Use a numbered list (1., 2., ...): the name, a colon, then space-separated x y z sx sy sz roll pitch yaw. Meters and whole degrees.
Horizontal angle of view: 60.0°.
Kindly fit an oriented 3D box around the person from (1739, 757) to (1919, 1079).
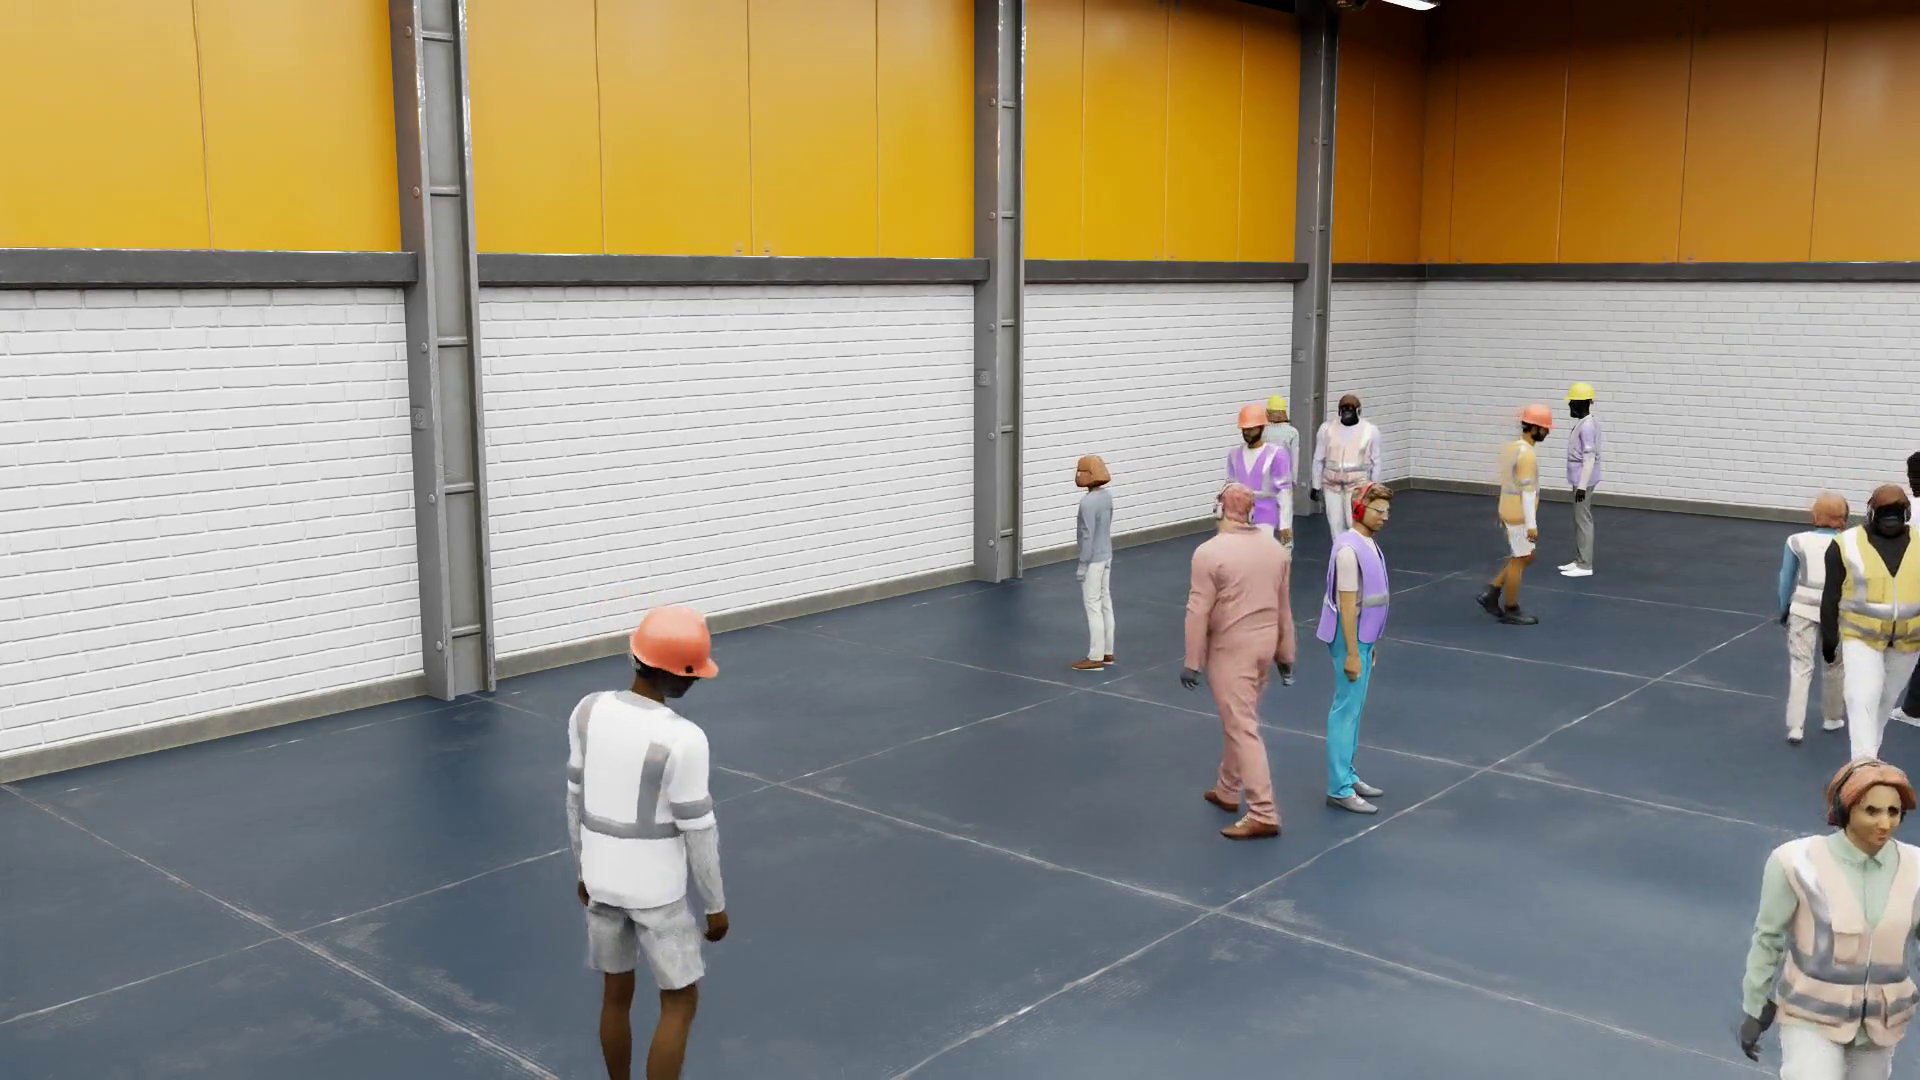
1. person: 2.554 1.429 4.699 0.546 1.606 0.744 0 9 2

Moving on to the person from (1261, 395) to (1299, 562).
1. person: 3.252 -0.626 17.219 0.490 1.743 0.324 0 9 2

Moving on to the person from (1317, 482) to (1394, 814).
1. person: 2.205 0.585 9.318 0.388 1.837 0.563 4 10 21

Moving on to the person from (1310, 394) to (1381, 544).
1. person: 3.732 -0.503 16.209 0.631 1.822 0.643 4 10 25

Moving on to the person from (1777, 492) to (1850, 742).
1. person: 5.519 0.493 10.668 0.523 1.603 0.782 6 11 34

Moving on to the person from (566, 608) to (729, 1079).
1. person: -1.035 1.159 5.529 0.693 1.903 0.489 5 10 30

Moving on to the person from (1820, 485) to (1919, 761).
1. person: 5.309 0.572 9.571 0.622 1.795 0.948 2 9 12

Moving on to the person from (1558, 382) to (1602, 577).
1. person: 6.132 -0.597 16.460 0.385 1.925 0.592 3 10 18

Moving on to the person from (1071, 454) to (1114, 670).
1. person: 1.009 0.169 12.573 0.266 1.631 0.507 4 10 25

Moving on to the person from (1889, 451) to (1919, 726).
1. person: 6.224 0.366 10.629 0.618 1.867 0.954 -1 9 -6

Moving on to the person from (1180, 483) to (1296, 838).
1. person: 1.525 0.631 8.998 0.671 1.868 0.725 -7 12 -38

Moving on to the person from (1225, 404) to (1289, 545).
1. person: 2.410 -0.161 13.737 0.585 1.921 0.473 8 12 42

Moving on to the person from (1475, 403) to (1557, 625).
1. person: 4.746 -0.209 14.066 0.471 1.912 0.553 2 9 13
